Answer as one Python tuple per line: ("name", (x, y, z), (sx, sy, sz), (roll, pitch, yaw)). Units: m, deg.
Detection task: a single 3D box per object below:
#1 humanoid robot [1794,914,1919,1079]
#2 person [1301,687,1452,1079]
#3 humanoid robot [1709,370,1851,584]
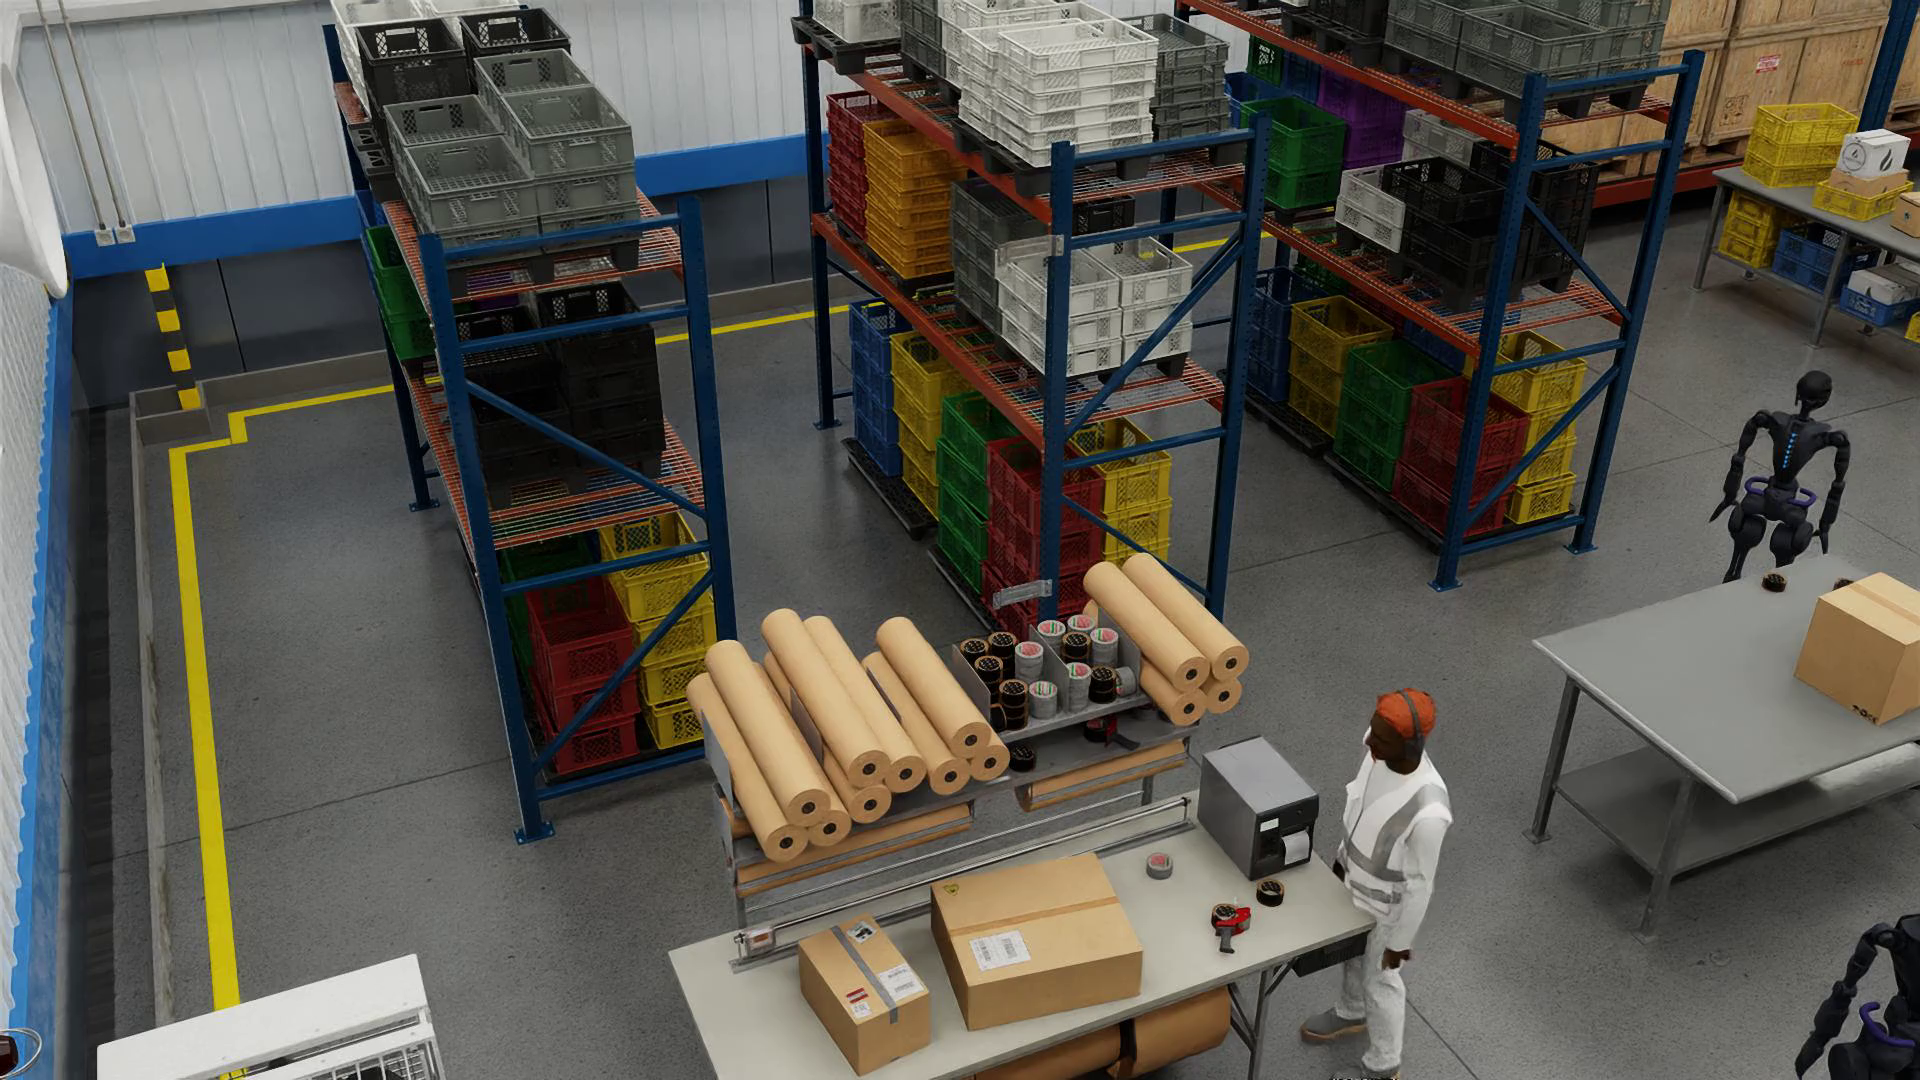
("humanoid robot", (3.251, 1.759, 5.768), (0.573, 1.652, 0.328), (-1, 32, -1))
("person", (1.595, 1.323, 6.291), (0.339, 1.876, 0.573), (-5, 32, -8))
("humanoid robot", (4.325, -0.136, 8.836), (0.612, 1.657, 0.317), (21, 38, 31))
